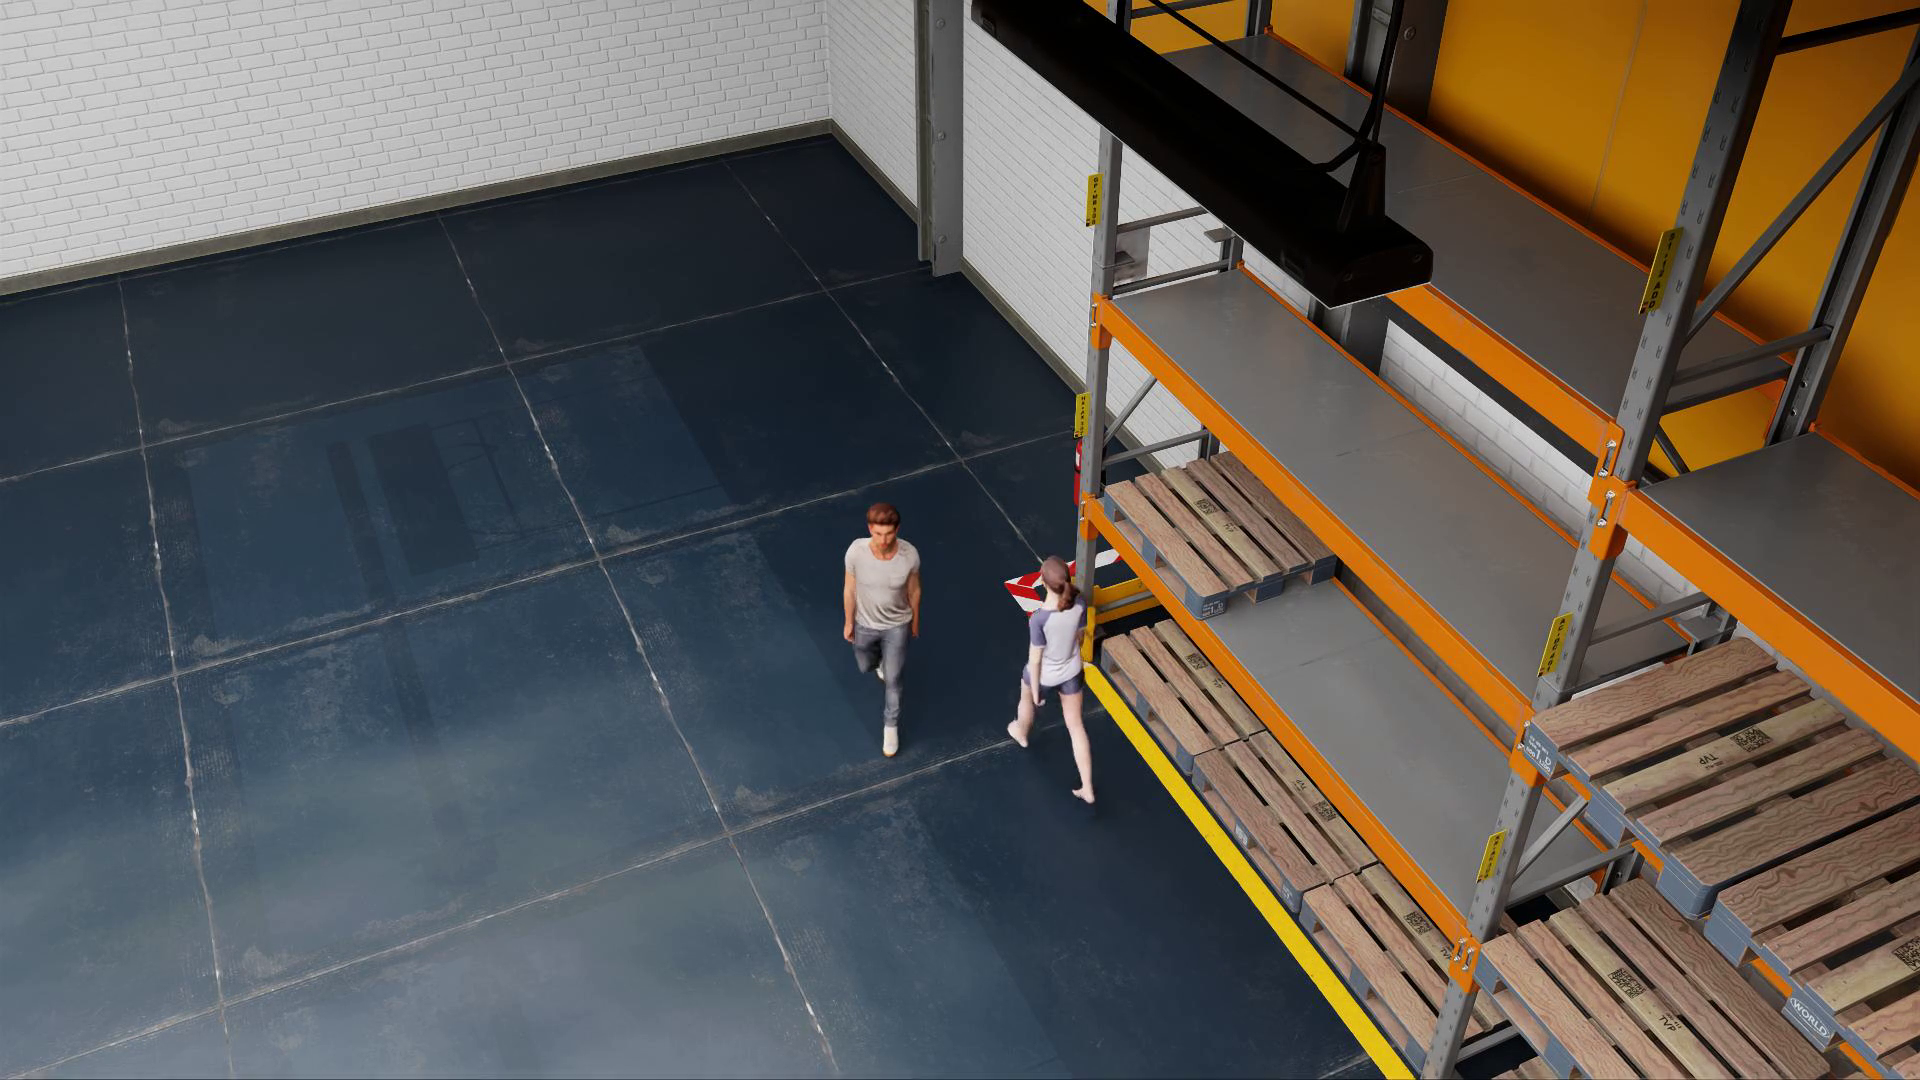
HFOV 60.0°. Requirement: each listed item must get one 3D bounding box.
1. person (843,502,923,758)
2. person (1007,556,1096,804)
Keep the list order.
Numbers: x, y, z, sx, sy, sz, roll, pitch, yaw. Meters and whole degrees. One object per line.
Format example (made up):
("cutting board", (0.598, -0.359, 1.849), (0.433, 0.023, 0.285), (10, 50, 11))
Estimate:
("person", (-0.493, 0.457, 10.589), (0.980, 1.876, 1.174), (1, 39, 2))
("person", (0.631, 0.872, 10.192), (0.632, 1.724, 1.154), (-13, 40, -16))
